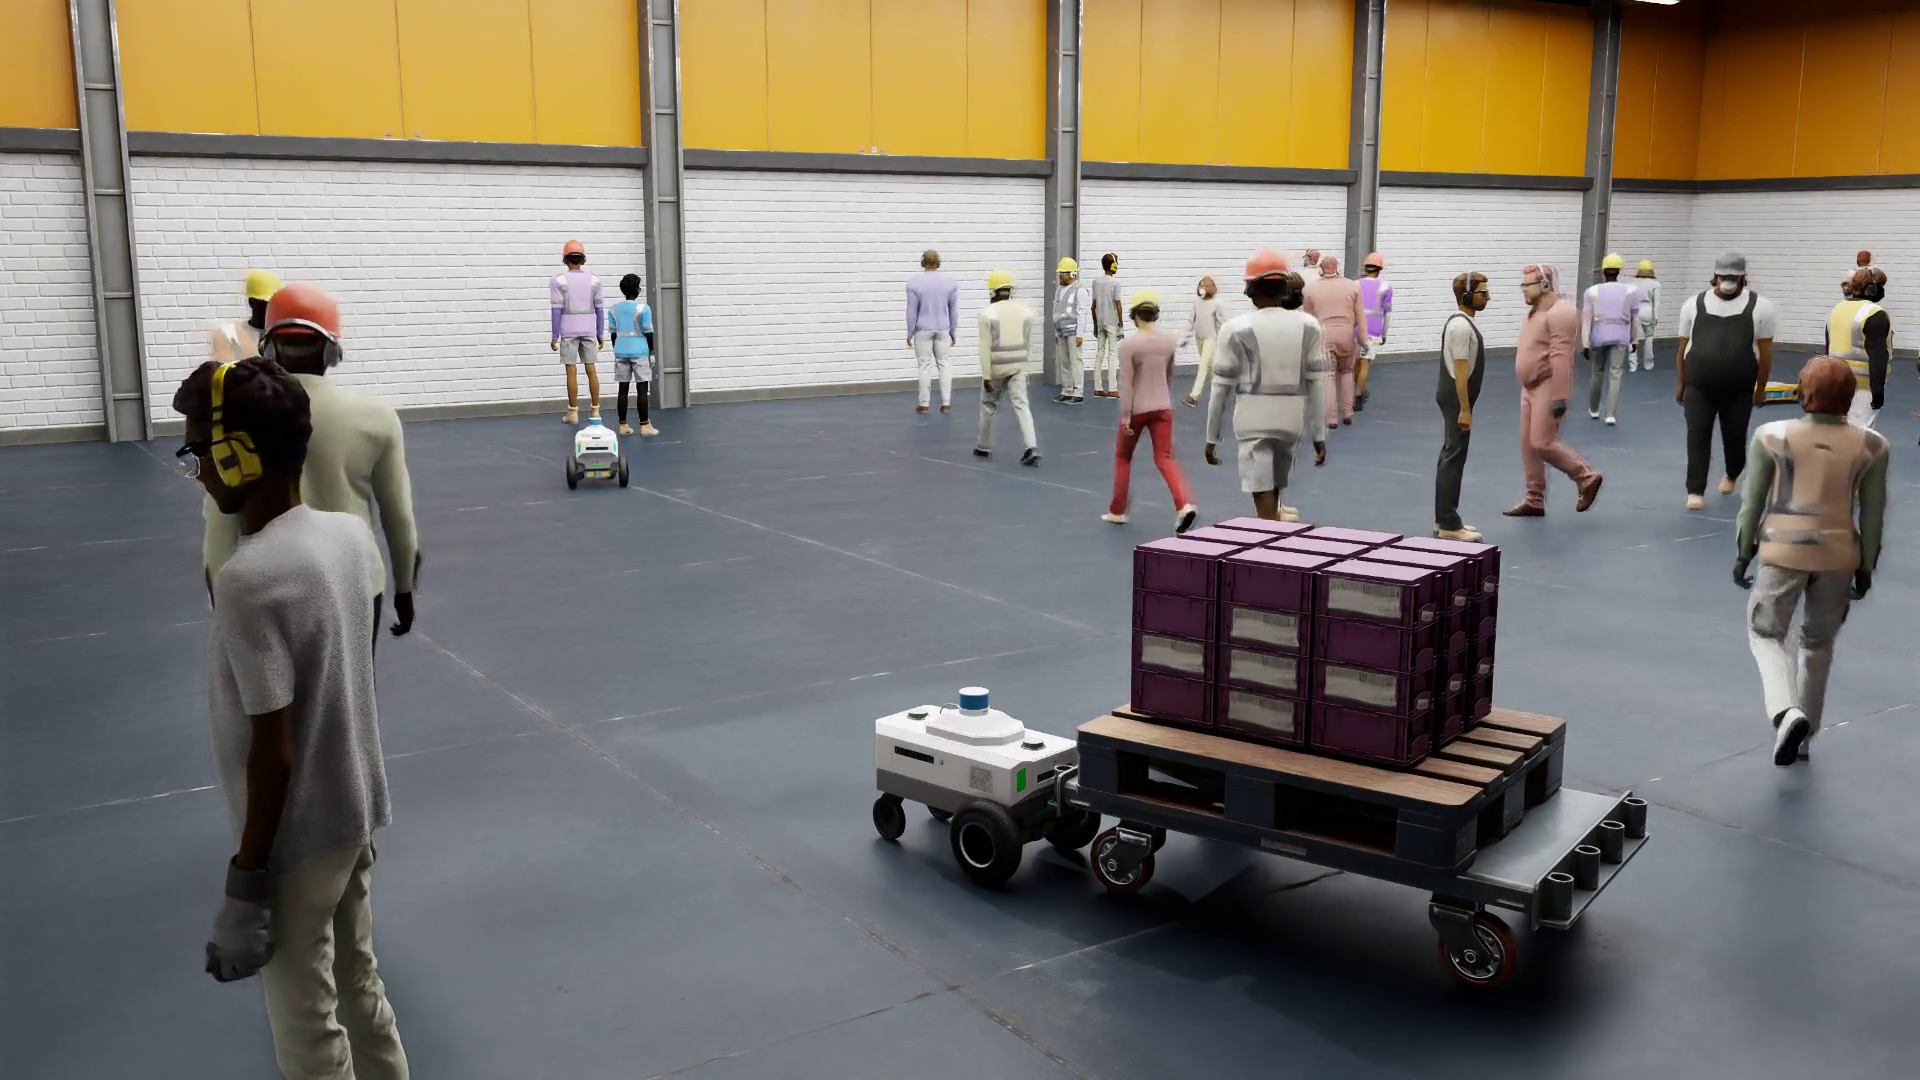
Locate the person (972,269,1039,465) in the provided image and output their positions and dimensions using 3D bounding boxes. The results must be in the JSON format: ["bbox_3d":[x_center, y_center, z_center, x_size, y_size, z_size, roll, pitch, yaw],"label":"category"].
[{"bbox_3d":[0.424,-1.584,15.270,0.583,1.793,0.958,-5,11,-25],"label":"person"}]

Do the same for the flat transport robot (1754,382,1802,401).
[{"bbox_3d":[9.942,-1.856,20.902,1.431,0.197,0.652,-4,11,-21],"label":"flat transport robot"}]

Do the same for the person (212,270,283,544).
[{"bbox_3d":[-4.402,-0.762,10.537,0.581,1.864,1.042,-8,13,-38],"label":"person"}]

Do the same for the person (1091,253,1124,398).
[{"bbox_3d":[1.924,-2.768,21.516,0.328,1.872,0.515,-10,14,-44],"label":"person"}]

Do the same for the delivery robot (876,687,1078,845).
[{"bbox_3d":[0.046,0.741,5.627,0.707,0.478,0.477,9,14,41],"label":"delivery robot"}]

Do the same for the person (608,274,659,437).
[{"bbox_3d":[-3.409,-1.922,17.354,0.535,1.697,0.318,4,11,21],"label":"person"}]

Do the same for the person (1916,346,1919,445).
[{"bbox_3d":[9.647,-1.824,16.214,0.586,1.910,0.702,4,11,21],"label":"person"}]

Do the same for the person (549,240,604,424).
[{"bbox_3d":[-4.275,-2.312,18.541,0.615,2.041,0.386,-7,12,-33],"label":"person"}]

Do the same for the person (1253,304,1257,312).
[{"bbox_3d":[4.203,-2.825,22.477,0.507,1.631,0.266,2,10,10],"label":"person"}]

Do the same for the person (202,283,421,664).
[{"bbox_3d":[-2.074,0.147,5.381,0.634,1.927,1.043,-3,11,-16],"label":"person"}]

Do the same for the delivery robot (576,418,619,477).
[{"bbox_3d":[-3.056,-0.784,13.987,0.477,0.478,0.707,-2,11,-12],"label":"delivery robot"}]

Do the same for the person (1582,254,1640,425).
[{"bbox_3d":[7.270,-2.245,18.635,0.609,1.876,1.005,3,11,18],"label":"person"}]

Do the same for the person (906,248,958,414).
[{"bbox_3d":[-0.326,-2.448,19.574,0.635,1.937,0.353,-3,11,-16],"label":"person"}]

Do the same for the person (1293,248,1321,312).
[{"bbox_3d":[5.004,-3.209,23.815,0.651,1.912,0.410,-2,11,-13],"label":"person"}]

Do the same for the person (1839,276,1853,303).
[{"bbox_3d":[10.732,-2.385,20.137,0.329,1.608,0.659,3,11,16],"label":"person"}]

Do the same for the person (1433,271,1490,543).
[{"bbox_3d":[3.440,-0.912,11.404,0.343,1.847,0.507,2,11,12],"label":"person"}]

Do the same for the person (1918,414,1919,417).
[{"bbox_3d":[11.326,-2.310,19.021,0.534,1.864,0.309,9,14,42],"label":"person"}]

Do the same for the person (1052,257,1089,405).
[{"bbox_3d":[1.357,-2.599,20.731,0.404,1.824,0.586,-6,12,-31],"label":"person"}]

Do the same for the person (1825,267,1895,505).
[{"bbox_3d":[7.014,-1.197,12.983,0.429,1.844,0.626,-1,10,-7],"label":"person"}]

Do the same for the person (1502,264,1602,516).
[{"bbox_3d":[4.386,-1.088,12.284,0.578,1.880,0.679,0,10,-3],"label":"person"}]

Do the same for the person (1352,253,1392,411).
[{"bbox_3d":[4.939,-2.520,20.126,0.544,1.872,1.020,6,12,28],"label":"person"}]

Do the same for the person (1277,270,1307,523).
[{"bbox_3d":[2.336,-1.038,12.145,0.429,1.837,0.624,1,10,8],"label":"person"}]

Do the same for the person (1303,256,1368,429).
[{"bbox_3d":[4.087,-2.160,18.215,0.711,1.859,0.751,1,10,6],"label":"person"}]

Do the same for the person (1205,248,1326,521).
[{"bbox_3d":[1.683,-0.643,9.483,0.643,2.002,0.995,-3,11,-16],"label":"person"}]

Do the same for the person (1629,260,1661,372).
[{"bbox_3d":[10.619,-3.480,25.853,0.506,1.702,0.866,6,12,31],"label":"person"}]

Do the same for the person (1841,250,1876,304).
[{"bbox_3d":[15.291,-3.985,28.240,0.583,1.852,0.932,-1,10,-8],"label":"person"}]

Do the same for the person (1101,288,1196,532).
[{"bbox_3d":[1.354,-0.925,11.805,0.509,1.724,0.836,-5,11,-25],"label":"person"}]

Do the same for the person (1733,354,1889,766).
[{"bbox_3d":[3.303,0.098,6.458,0.520,1.626,0.582,2,11,13],"label":"person"}]

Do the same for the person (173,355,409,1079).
[{"bbox_3d":[-1.256,0.586,3.148,0.326,1.865,0.518,1,10,3],"label":"person"}]

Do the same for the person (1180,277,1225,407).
[{"bbox_3d":[3.007,-2.441,20.502,0.868,1.587,0.504,-7,13,-35],"label":"person"}]

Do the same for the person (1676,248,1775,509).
[{"bbox_3d":[5.921,-1.284,12.914,0.681,2.000,0.859,5,12,27],"label":"person"}]
